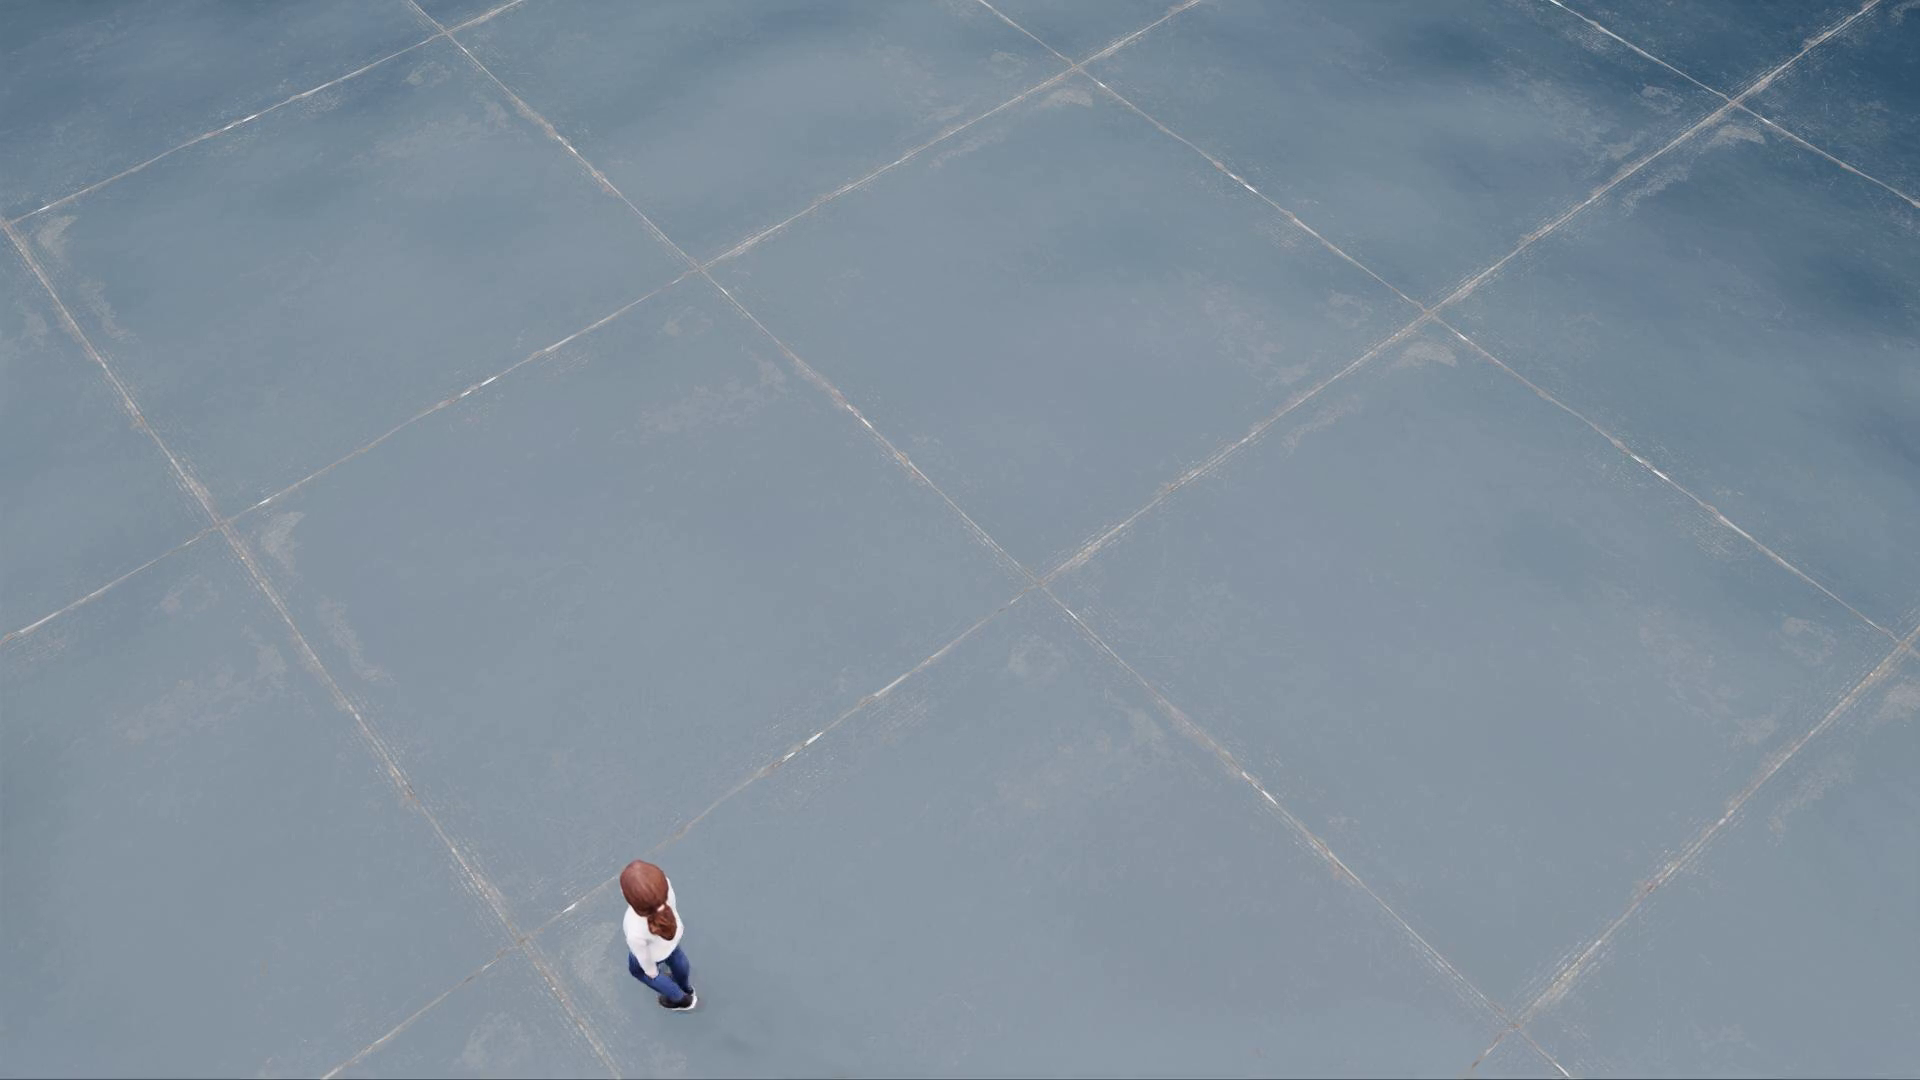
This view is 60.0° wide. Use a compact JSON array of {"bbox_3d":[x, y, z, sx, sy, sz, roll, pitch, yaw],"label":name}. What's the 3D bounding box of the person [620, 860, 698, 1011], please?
[{"bbox_3d":[-1.161,1.595,6.609,0.582,1.103,0.509,21,55,15],"label":"person"}]
